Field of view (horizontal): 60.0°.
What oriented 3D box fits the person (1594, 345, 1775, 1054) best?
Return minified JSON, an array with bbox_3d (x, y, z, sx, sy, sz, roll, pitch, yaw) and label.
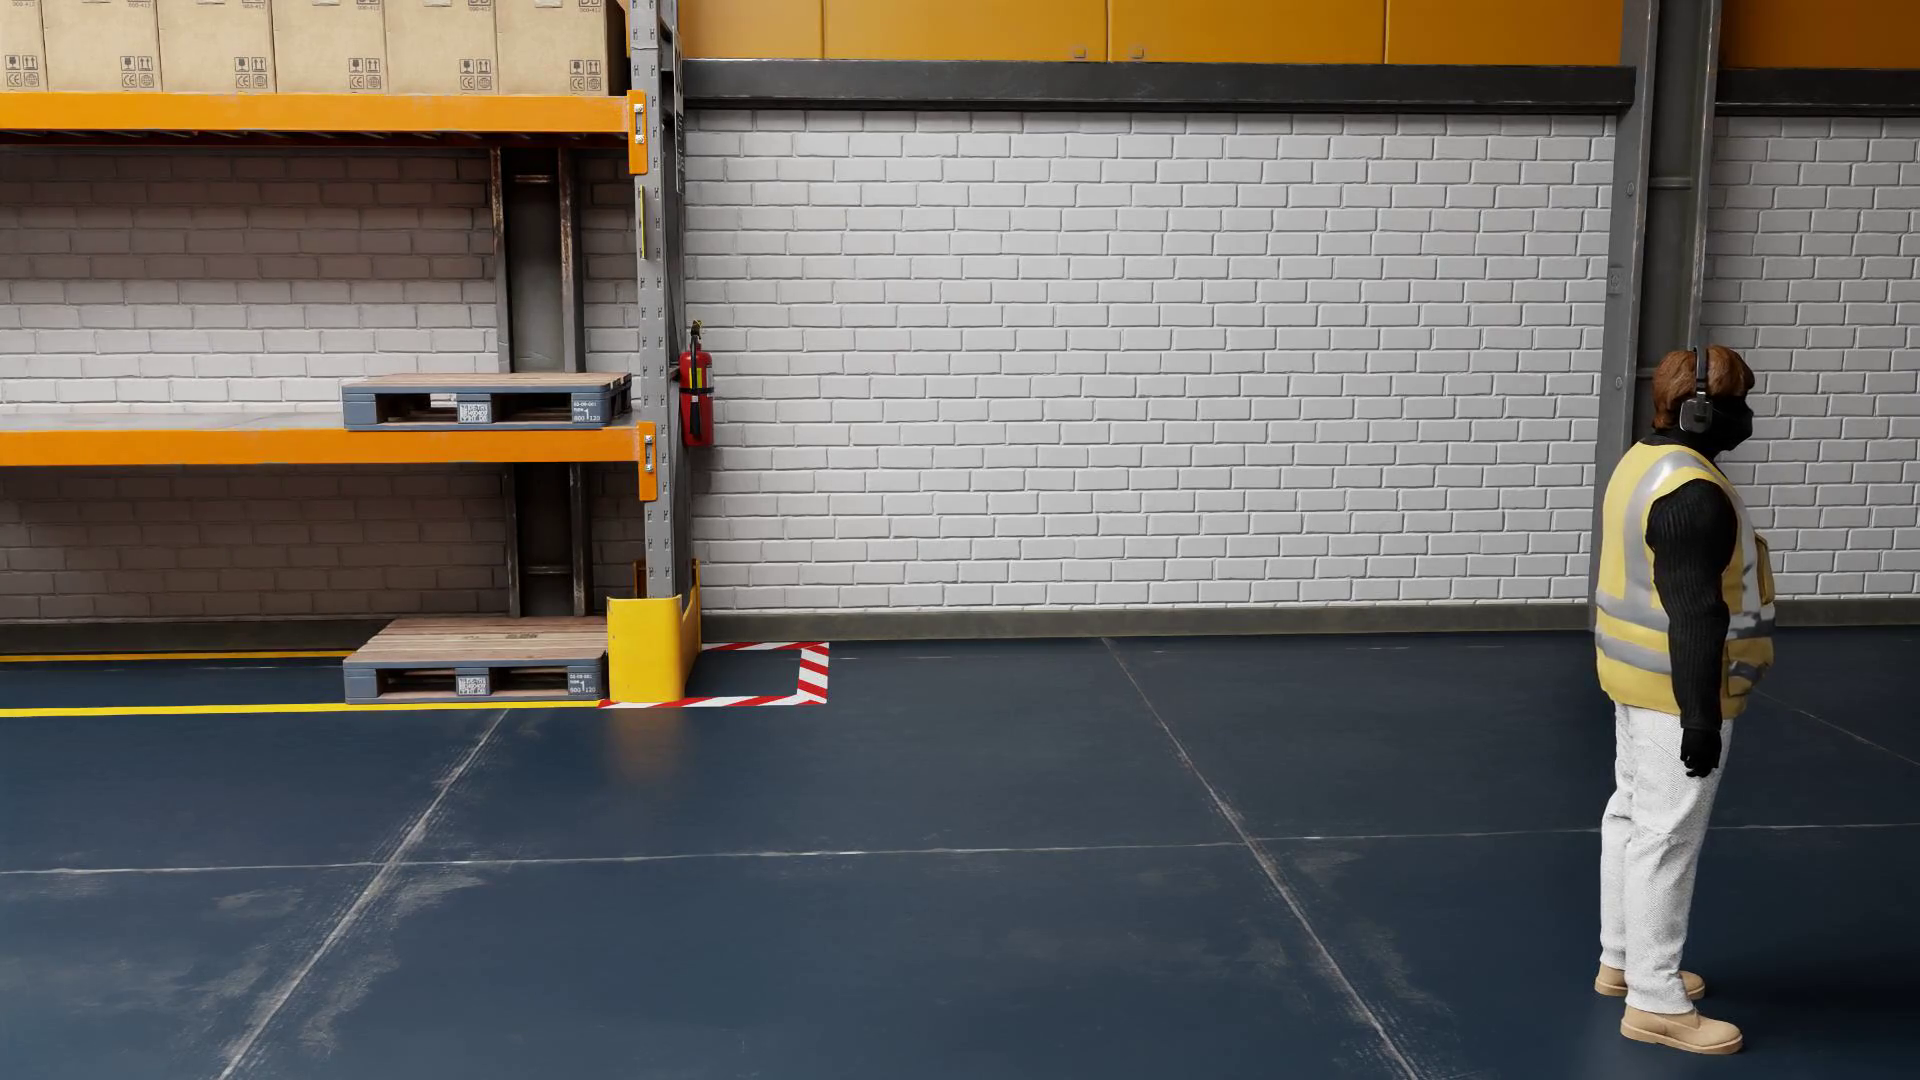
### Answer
[{"bbox_3d":[1.913,0.408,4.421,0.429,1.843,0.633,2,9,10],"label":"person"}]
